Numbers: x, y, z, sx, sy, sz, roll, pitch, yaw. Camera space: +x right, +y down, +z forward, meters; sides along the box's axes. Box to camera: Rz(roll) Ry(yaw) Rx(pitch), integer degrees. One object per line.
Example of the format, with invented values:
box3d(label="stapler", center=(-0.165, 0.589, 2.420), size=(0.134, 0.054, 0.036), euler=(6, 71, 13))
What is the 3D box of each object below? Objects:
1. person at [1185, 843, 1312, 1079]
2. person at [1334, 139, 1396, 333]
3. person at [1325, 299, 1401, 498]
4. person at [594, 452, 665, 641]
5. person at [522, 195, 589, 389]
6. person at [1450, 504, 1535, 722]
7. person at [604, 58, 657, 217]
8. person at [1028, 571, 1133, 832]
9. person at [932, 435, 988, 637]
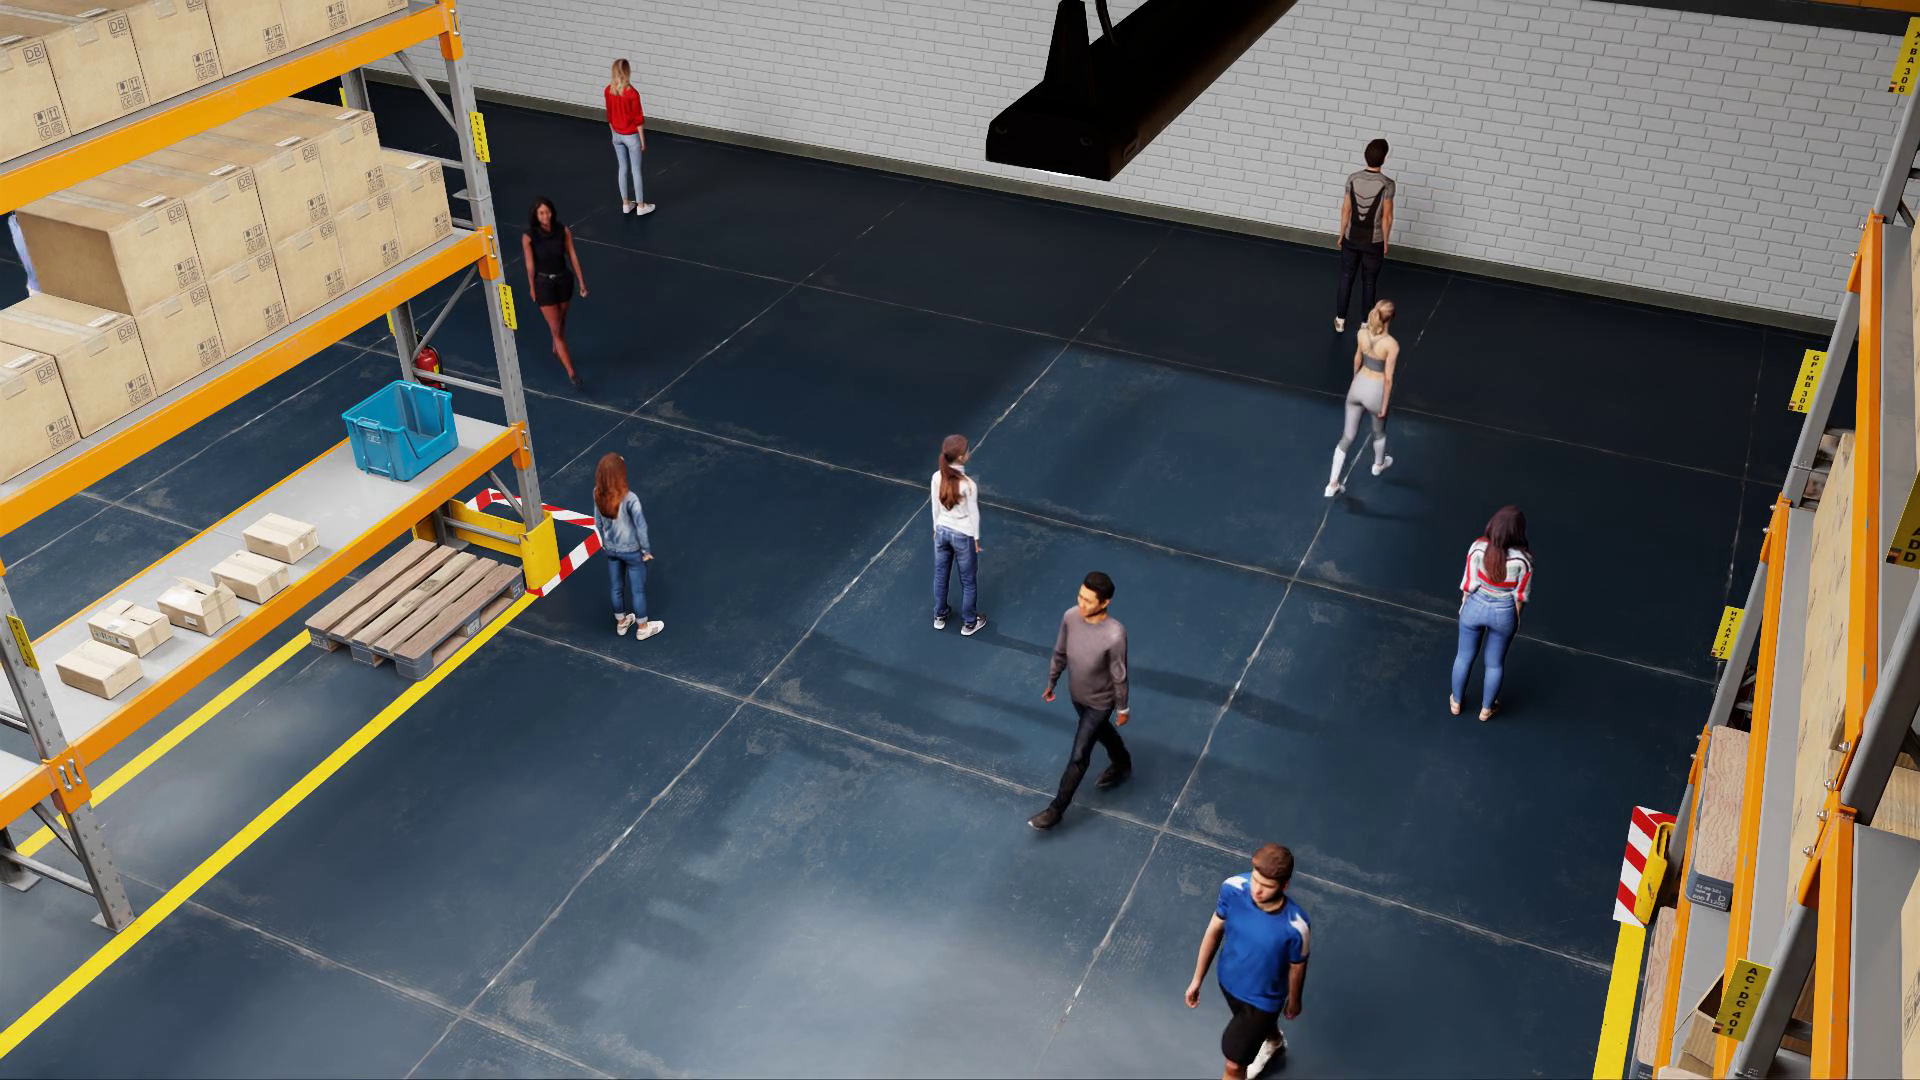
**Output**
box3d(label="person", center=(1.489, 2.137, 8.172), size=(1.340, 1.819, 0.969), euler=(-28, 43, -36))
box3d(label="person", center=(3.789, -2.836, 15.584), size=(0.631, 1.896, 0.547), euler=(16, 37, 22))
box3d(label="person", center=(3.175, -1.089, 13.171), size=(0.826, 1.658, 1.191), euler=(28, 43, 35))
box3d(label="person", center=(-2.355, 0.044, 11.630), size=(0.556, 1.477, 0.487), euler=(16, 37, 22))
box3d(label="person", center=(-3.668, -2.272, 14.914), size=(1.132, 1.697, 1.030), euler=(-22, 40, -30))
box3d(label="person", center=(3.462, 0.471, 10.864), size=(0.581, 1.613, 0.498), euler=(16, 37, 22))
box3d(label="person", center=(-3.619, -4.380, 18.081), size=(0.613, 1.703, 0.505), euler=(16, 37, 22))
box3d(label="person", center=(0.869, 0.918, 10.096), size=(1.014, 1.719, 1.254), euler=(27, 42, 35))
box3d(label="person", center=(-0.038, -0.035, 11.677), size=(0.530, 1.556, 0.509), euler=(16, 37, 22))
